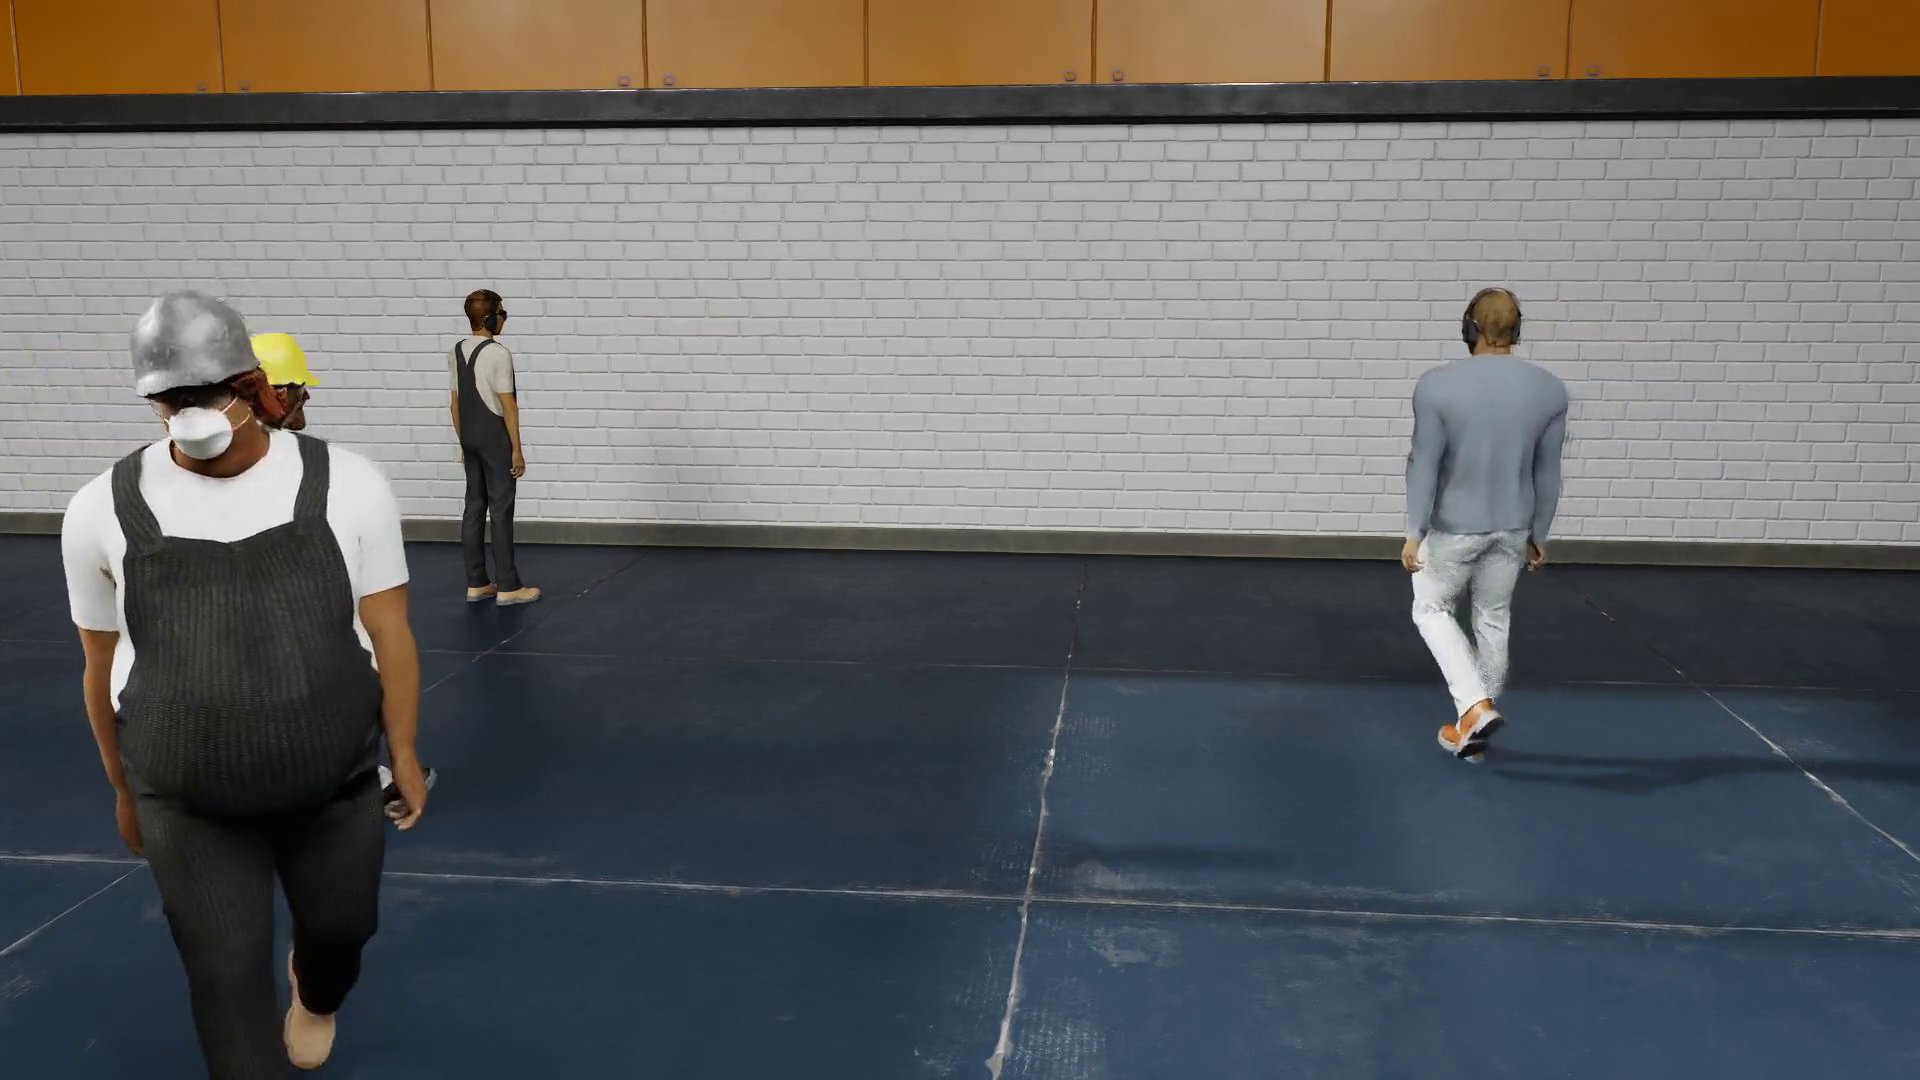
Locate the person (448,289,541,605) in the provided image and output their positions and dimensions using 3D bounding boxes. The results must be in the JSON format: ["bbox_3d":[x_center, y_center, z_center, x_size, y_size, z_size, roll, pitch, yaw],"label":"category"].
[{"bbox_3d":[-2.754,-0.539,9.754,0.504,1.847,0.345,6,12,31],"label":"person"}]

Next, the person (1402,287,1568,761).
[{"bbox_3d":[2.088,-0.035,6.634,0.648,1.927,0.505,-1,10,-7],"label":"person"}]

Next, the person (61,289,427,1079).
[{"bbox_3d":[-1.565,0.424,3.687,0.686,2.000,0.905,-5,11,-24],"label":"person"}]

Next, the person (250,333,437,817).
[{"bbox_3d":[-2.423,0.157,5.952,0.913,1.778,0.601,-5,11,-26],"label":"person"}]
